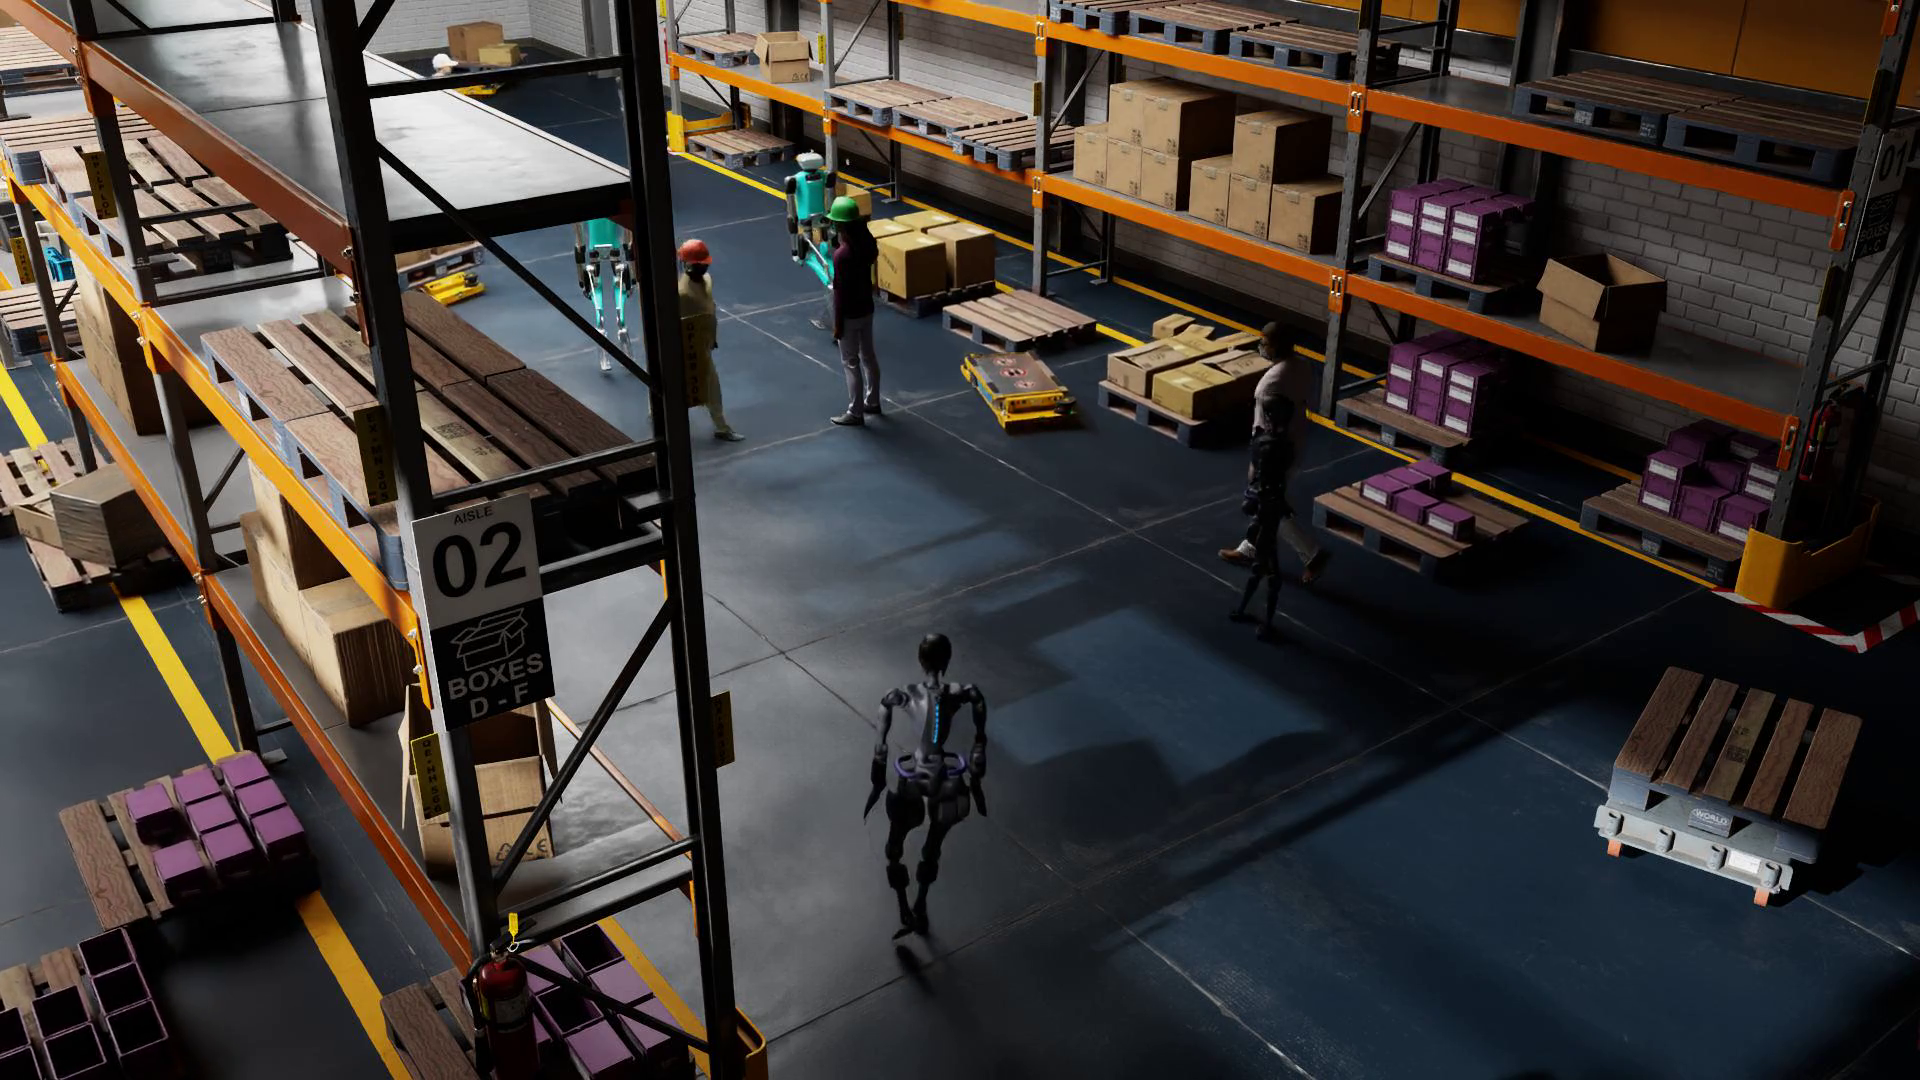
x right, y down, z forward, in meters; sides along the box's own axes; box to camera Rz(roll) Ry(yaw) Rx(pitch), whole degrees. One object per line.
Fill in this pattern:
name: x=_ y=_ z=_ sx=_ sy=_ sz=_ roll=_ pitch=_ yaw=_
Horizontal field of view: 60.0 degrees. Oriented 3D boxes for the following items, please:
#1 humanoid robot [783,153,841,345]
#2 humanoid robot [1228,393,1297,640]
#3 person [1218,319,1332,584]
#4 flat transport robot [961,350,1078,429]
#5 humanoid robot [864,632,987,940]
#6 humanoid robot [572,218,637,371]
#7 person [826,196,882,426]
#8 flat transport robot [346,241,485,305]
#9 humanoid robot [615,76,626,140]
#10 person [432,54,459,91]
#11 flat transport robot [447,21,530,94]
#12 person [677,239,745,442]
humanoid robot: x=-1.247 y=-2.720 z=15.800 sx=0.541 sy=1.772 sz=0.970 roll=-15 pitch=31 yaw=-28
humanoid robot: x=2.025 y=-0.171 z=10.765 sx=0.476 sy=1.653 sz=0.608 roll=10 pitch=28 yaw=19
person: x=2.205 y=-0.585 z=11.328 sx=0.789 sy=1.909 sz=0.629 roll=16 pitch=31 yaw=29
flat transport robot: x=0.506 y=-1.347 z=14.667 sx=0.659 sy=0.231 sz=1.431 roll=-7 pitch=28 yaw=-14
humanoid robot: x=-0.155 y=1.221 z=8.002 sx=0.610 sy=1.632 sz=0.489 roll=-6 pitch=27 yaw=-11
humanoid robot: x=-3.146 y=-2.297 z=14.772 sx=0.533 sy=1.677 sz=0.735 roll=-4 pitch=27 yaw=-7
person: x=-0.895 y=-1.910 z=13.933 sx=0.436 sy=1.942 sz=0.487 roll=13 pitch=30 yaw=25
flat transport robot: x=-5.737 y=-2.711 z=17.380 sx=1.431 sy=0.231 sz=0.659 roll=15 pitch=31 yaw=28
humanoid robot: x=-3.794 y=-4.901 z=20.124 sx=0.558 sy=1.740 sz=1.040 roll=-10 pitch=28 yaw=-19
person: x=-6.369 y=-5.150 z=20.623 sx=0.922 sy=1.711 sz=0.735 roll=-4 pitch=27 yaw=-7
flat transport robot: x=-7.617 y=-7.375 z=26.657 sx=0.659 sy=0.231 sz=1.431 roll=1 pitch=27 yaw=2
person: x=-2.200 y=-1.654 z=13.665 sx=0.794 sy=1.718 sz=0.569 roll=8 pitch=28 yaw=15
